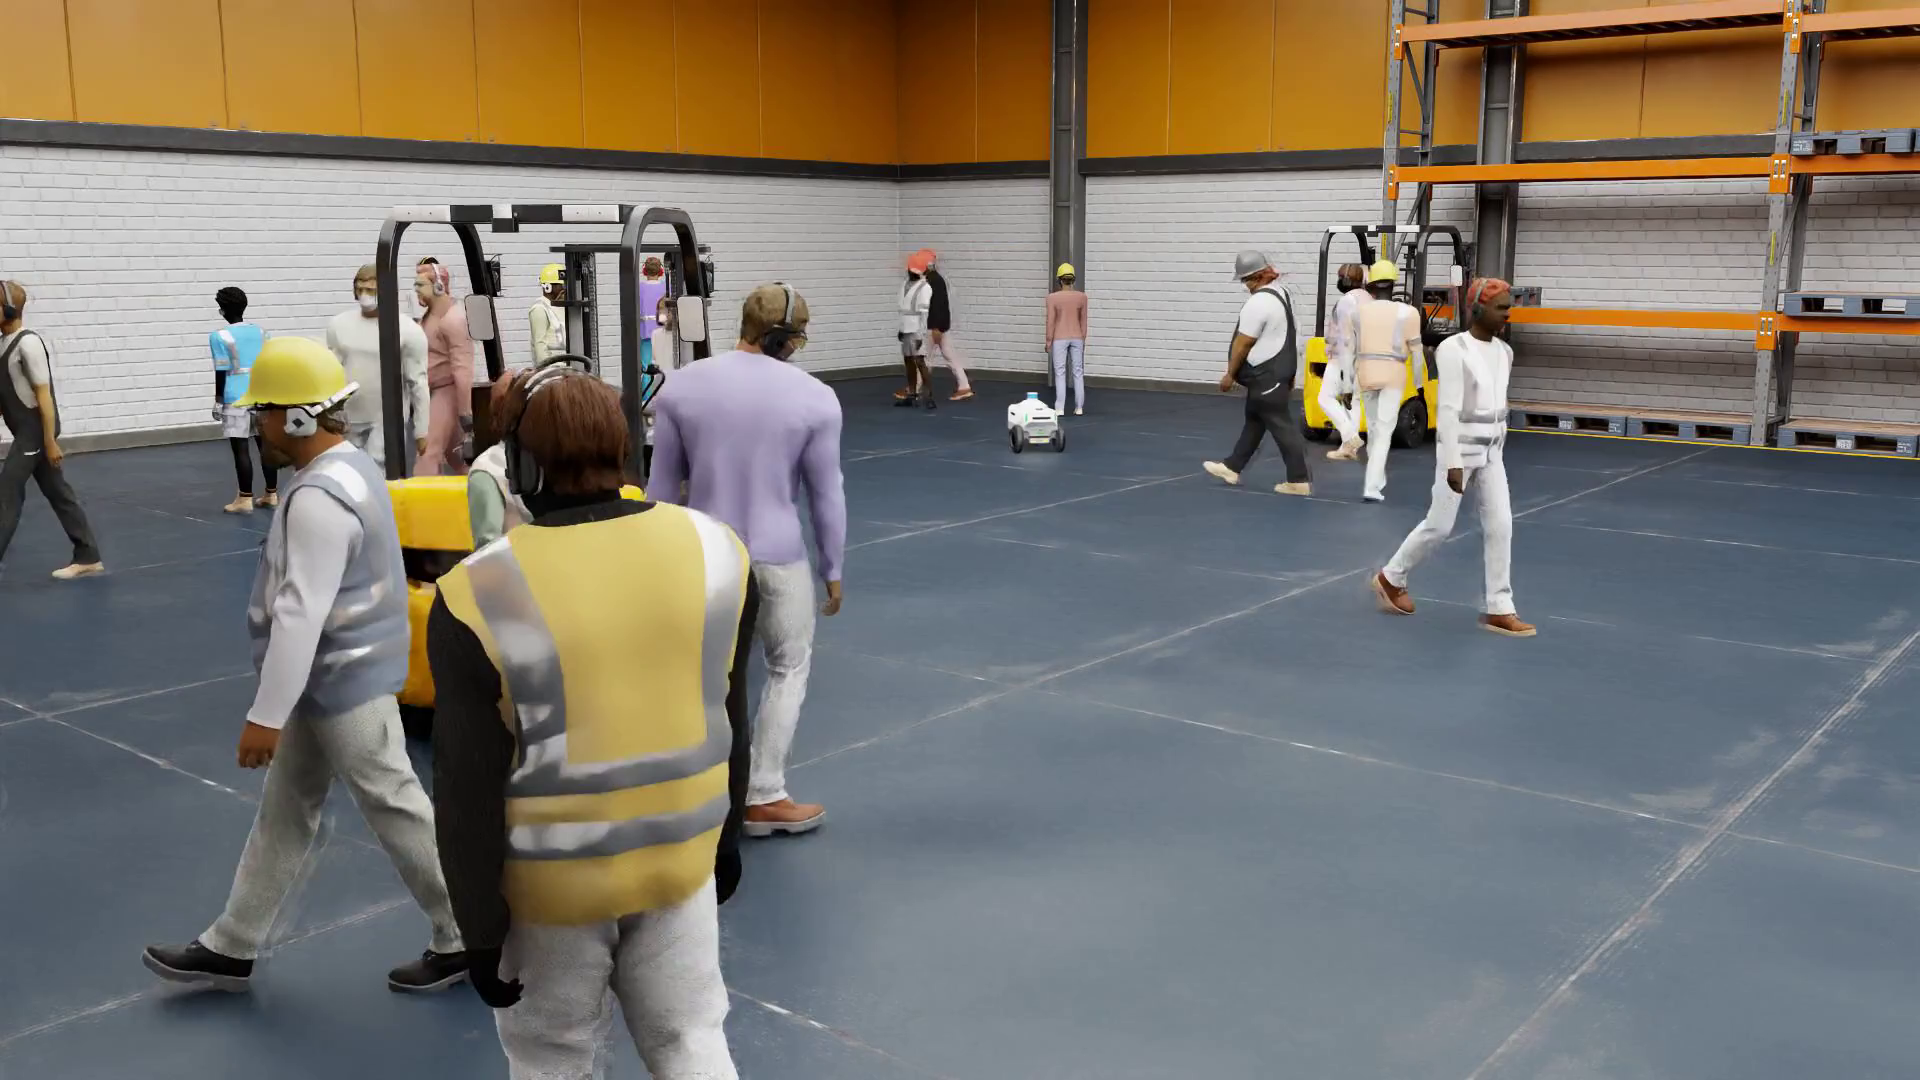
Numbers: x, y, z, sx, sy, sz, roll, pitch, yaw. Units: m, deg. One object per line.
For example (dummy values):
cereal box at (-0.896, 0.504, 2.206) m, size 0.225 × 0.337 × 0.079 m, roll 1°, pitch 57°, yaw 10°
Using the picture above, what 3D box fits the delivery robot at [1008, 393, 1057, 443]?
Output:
delivery robot at (0.702, -1.187, 16.136) m, size 0.477 × 0.478 × 0.707 m, roll -2°, pitch 11°, yaw -12°

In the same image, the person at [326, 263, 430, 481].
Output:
person at (-3.509, -0.721, 10.077) m, size 0.638 × 1.908 × 0.942 m, roll 3°, pitch 11°, yaw 15°

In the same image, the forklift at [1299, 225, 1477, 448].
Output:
forklift at (4.449, -2.115, 16.993) m, size 1.214 × 2.155 × 2.313 m, roll 8°, pitch 13°, yaw 38°

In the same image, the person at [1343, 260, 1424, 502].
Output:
person at (3.335, -1.256, 13.139) m, size 0.589 × 1.880 × 0.952 m, roll 7°, pitch 12°, yaw 34°

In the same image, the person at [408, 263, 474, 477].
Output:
person at (-3.643, -0.926, 11.307) m, size 0.908 × 1.872 × 0.656 m, roll -6°, pitch 12°, yaw -28°

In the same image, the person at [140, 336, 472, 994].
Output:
person at (-1.709, 0.364, 4.389) m, size 0.927 × 1.781 × 0.606 m, roll -3°, pitch 11°, yaw -16°

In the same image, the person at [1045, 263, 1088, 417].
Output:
person at (1.222, -2.303, 19.222) m, size 0.525 × 1.769 × 0.327 m, roll -4°, pitch 11°, yaw -19°

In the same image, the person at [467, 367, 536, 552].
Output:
person at (-1.491, 0.228, 5.583) m, size 0.463 × 1.622 × 0.528 m, roll 3°, pitch 11°, yaw 18°

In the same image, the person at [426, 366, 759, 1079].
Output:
person at (-0.611, 0.603, 2.967) m, size 0.631 × 1.822 × 0.737 m, roll -7°, pitch 12°, yaw -35°

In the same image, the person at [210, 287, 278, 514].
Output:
person at (-5.359, -1.043, 12.442) m, size 0.321 × 1.692 × 0.530 m, roll 5°, pitch 11°, yaw 25°

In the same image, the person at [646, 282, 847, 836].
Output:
person at (-0.726, 0.094, 5.594) m, size 0.682 × 1.896 × 0.483 m, roll 0°, pitch 10°, yaw 2°

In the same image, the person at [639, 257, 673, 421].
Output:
person at (-3.431, -2.255, 18.732) m, size 0.570 × 1.843 × 0.372 m, roll -3°, pitch 11°, yaw -16°

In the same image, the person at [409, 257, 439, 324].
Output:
person at (-5.399, -1.975, 17.153) m, size 0.698 × 1.849 × 0.582 m, roll 6°, pitch 12°, yaw 30°

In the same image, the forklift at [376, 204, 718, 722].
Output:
forklift at (-1.766, -0.406, 7.525) m, size 1.214 × 2.155 × 2.313 m, roll 1°, pitch 10°, yaw 7°

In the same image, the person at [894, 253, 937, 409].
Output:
person at (-0.556, -2.514, 20.097) m, size 0.374 × 1.883 × 0.656 m, roll -6°, pitch 12°, yaw -32°

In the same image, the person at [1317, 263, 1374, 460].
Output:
person at (3.575, -1.634, 15.348) m, size 0.442 × 1.828 × 0.628 m, roll 9°, pitch 14°, yaw 41°

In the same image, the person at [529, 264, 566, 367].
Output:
person at (-3.641, -1.562, 14.964) m, size 0.403 × 1.824 × 0.593 m, roll 1°, pitch 10°, yaw 7°

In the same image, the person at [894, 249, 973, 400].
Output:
person at (-0.305, -2.716, 21.104) m, size 1.024 × 1.921 × 0.636 m, roll 2°, pitch 11°, yaw 13°

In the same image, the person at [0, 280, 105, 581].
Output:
person at (-5.558, -0.605, 9.720) m, size 0.969 × 1.792 × 0.527 m, roll -8°, pitch 13°, yaw -38°

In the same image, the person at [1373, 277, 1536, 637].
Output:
person at (2.618, -0.449, 8.740) m, size 0.578 × 1.853 × 0.903 m, roll -7°, pitch 12°, yaw -32°

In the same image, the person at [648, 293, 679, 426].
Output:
person at (-2.229, -1.089, 12.864) m, size 0.520 × 1.620 × 0.341 m, roll 7°, pitch 13°, yaw 35°

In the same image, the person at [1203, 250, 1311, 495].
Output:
person at (2.404, -1.385, 13.376) m, size 1.001 × 2.000 × 0.711 m, roll 5°, pitch 11°, yaw 26°
